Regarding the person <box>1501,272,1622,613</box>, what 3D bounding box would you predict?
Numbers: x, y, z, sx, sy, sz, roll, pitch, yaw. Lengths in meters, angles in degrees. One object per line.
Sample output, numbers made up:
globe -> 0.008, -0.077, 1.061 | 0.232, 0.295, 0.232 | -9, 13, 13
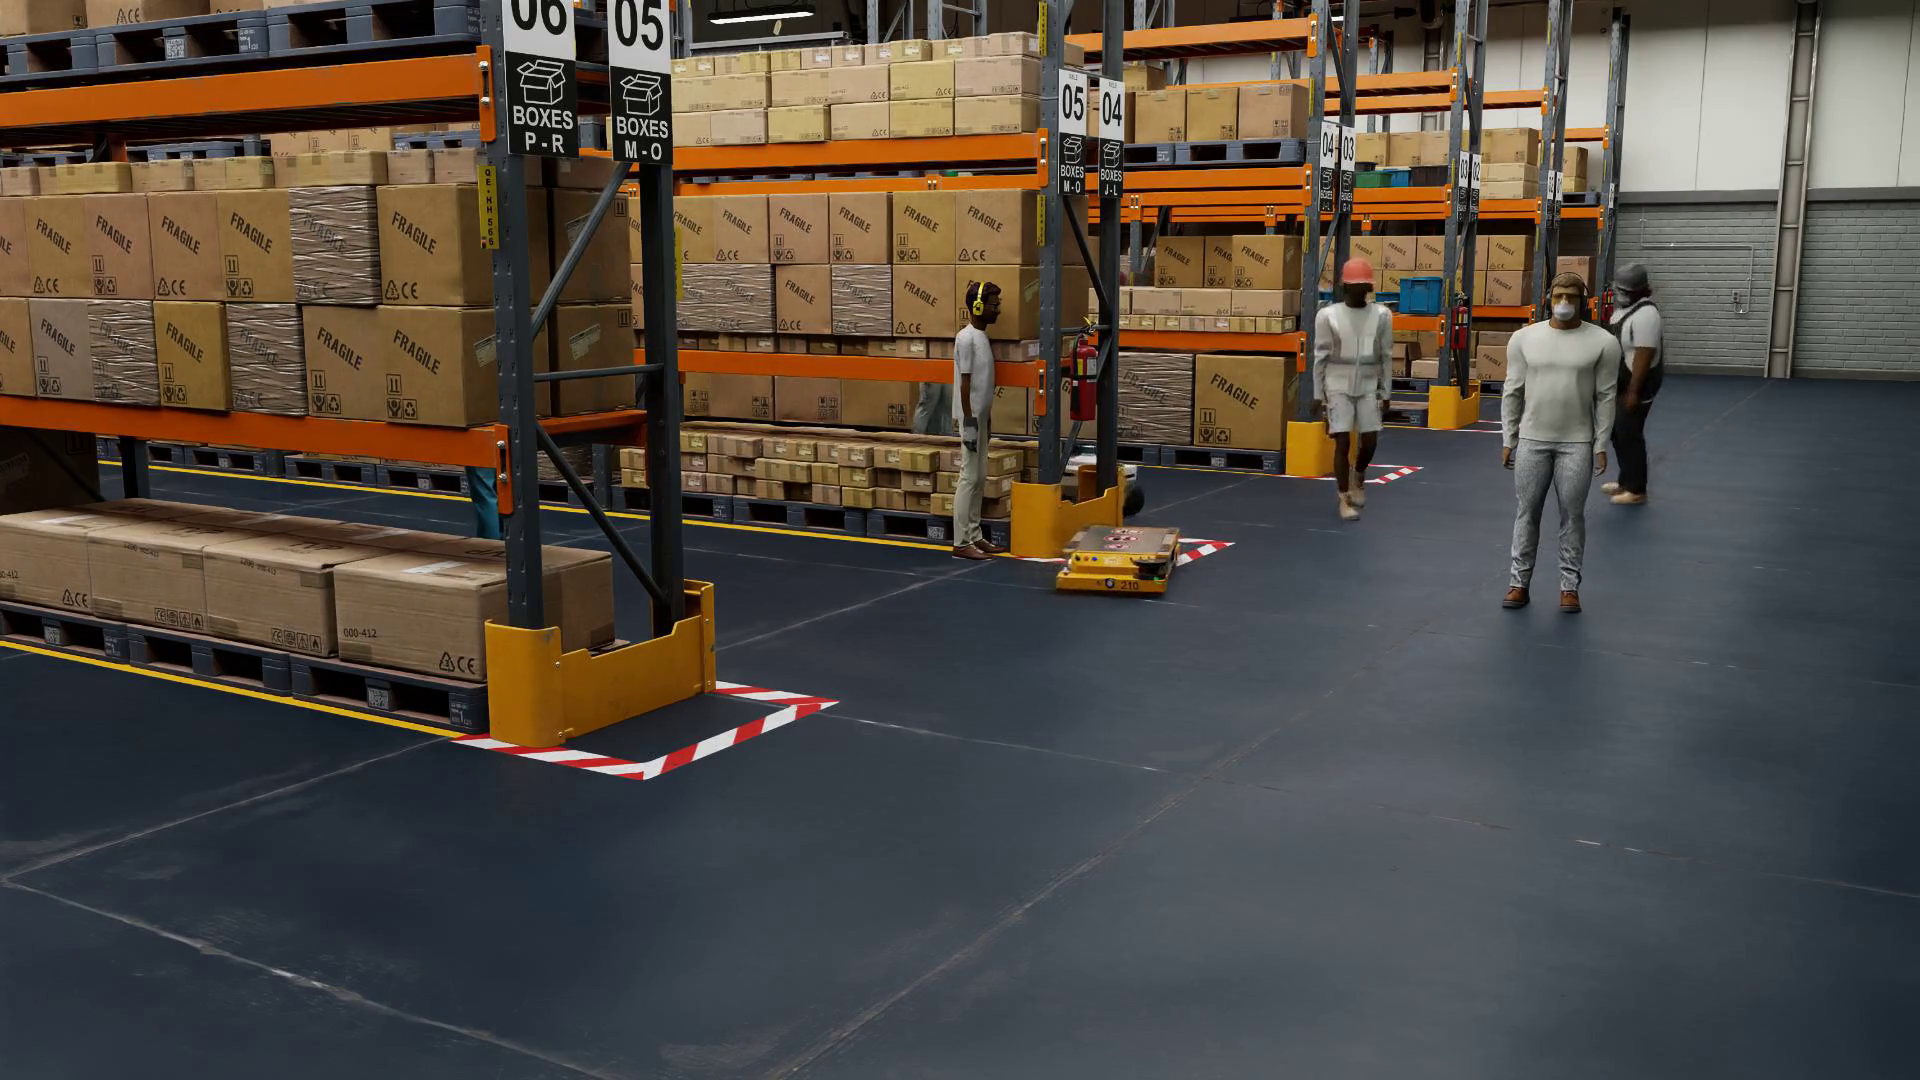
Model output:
person -> 3.416, -0.554, 9.529 | 0.631, 1.940, 0.372 | 4, 11, 23

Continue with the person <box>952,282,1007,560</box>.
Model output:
person -> 0.121, -0.793, 11.170 | 0.333, 1.860, 0.509 | 3, 10, 15

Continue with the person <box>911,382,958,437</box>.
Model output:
person -> -0.194, -1.662, 16.184 | 0.633, 1.934, 0.663 | 8, 13, 40

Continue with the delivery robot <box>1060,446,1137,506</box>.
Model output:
delivery robot -> 1.004, -0.491, 12.929 | 0.707, 0.478, 0.477 | 6, 12, 32

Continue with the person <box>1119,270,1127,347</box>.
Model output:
person -> 1.708, -2.123, 18.904 | 0.873, 1.871, 0.672 | 6, 11, 31

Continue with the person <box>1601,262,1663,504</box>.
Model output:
person -> 5.452, -1.307, 13.635 | 0.552, 2.000, 0.802 | 1, 10, 6

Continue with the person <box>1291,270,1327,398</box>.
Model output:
person -> 4.720, -2.805, 22.836 | 0.988, 1.889, 0.659 | 9, 13, 43

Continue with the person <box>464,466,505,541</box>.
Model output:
person -> -2.967, -0.659, 10.408 | 0.379, 1.844, 0.570 | 2, 10, 10

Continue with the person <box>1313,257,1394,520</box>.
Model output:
person -> 3.038, -1.168, 12.892 | 0.634, 2.015, 0.546 | 0, 10, 1

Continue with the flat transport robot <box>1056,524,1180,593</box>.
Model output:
flat transport robot -> 1.028, 0.098, 10.584 | 0.652, 0.197, 1.431 | 2, 10, 11
